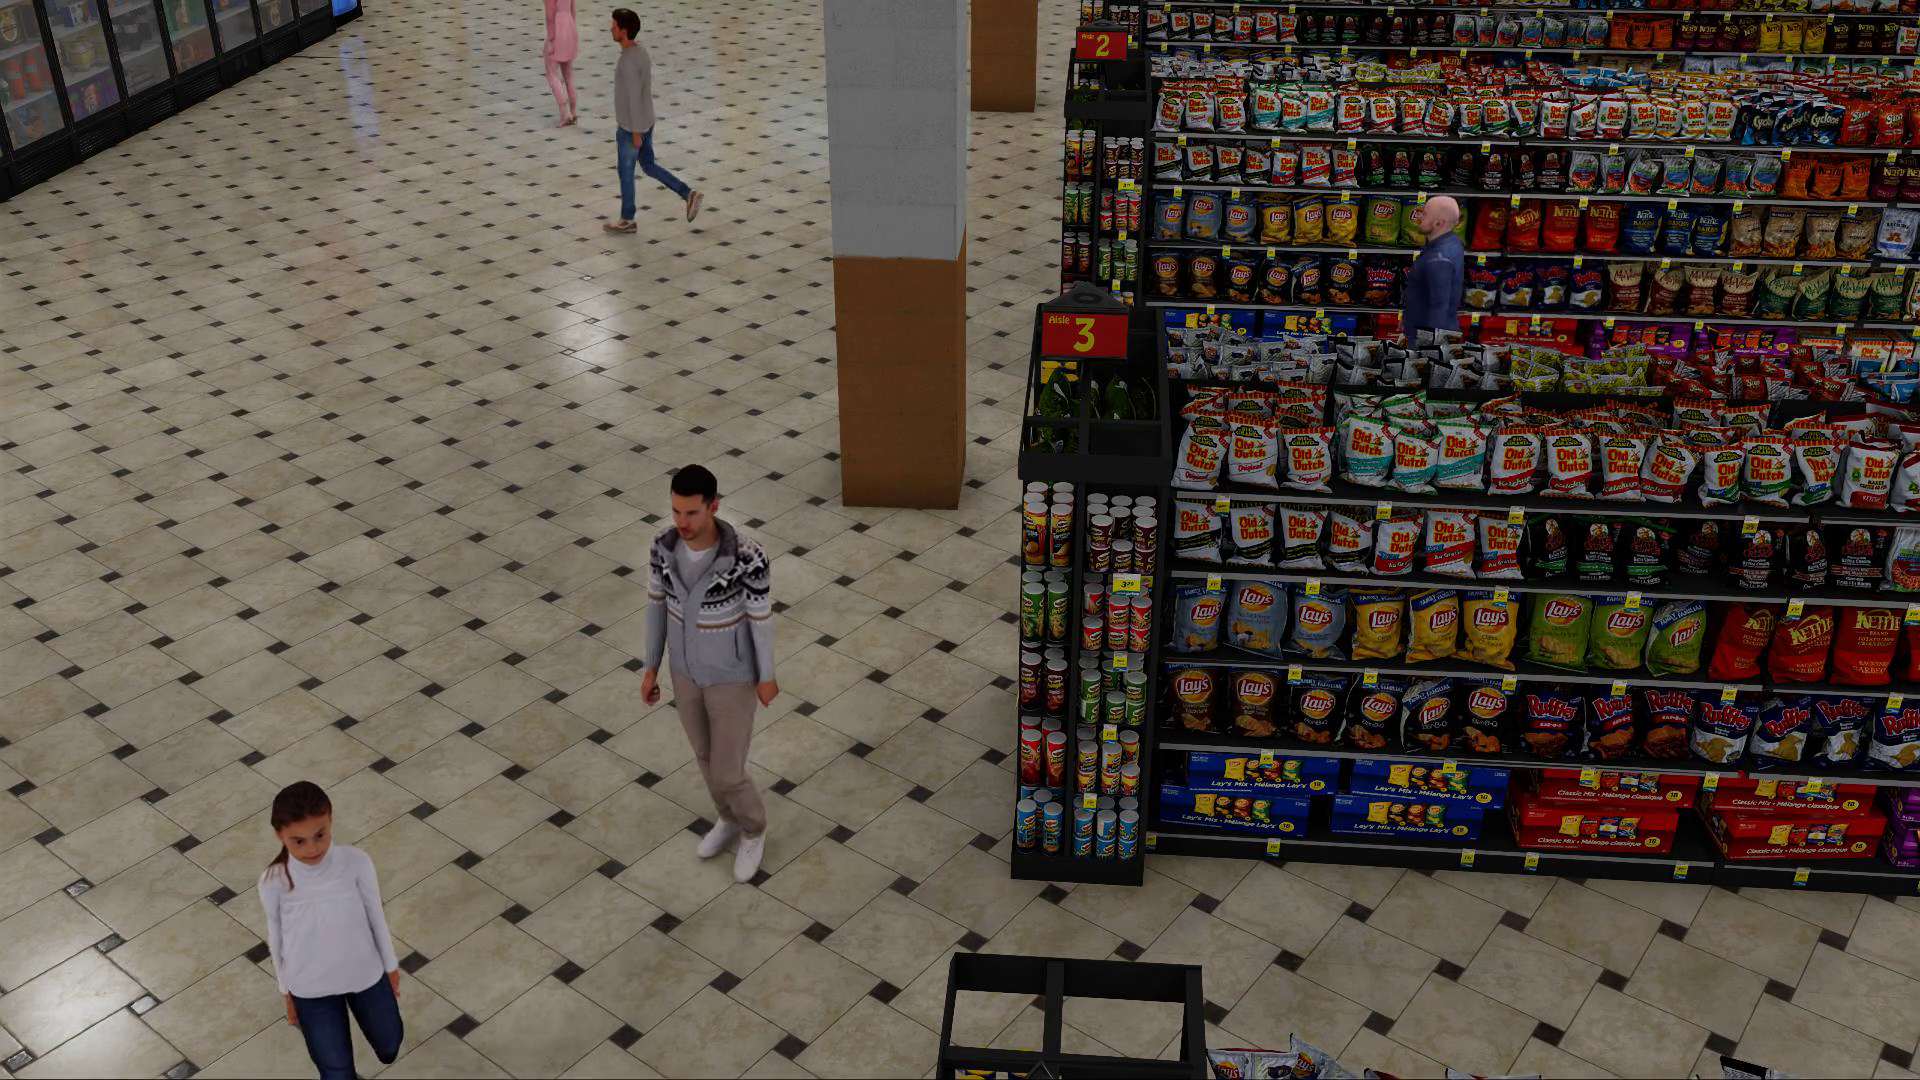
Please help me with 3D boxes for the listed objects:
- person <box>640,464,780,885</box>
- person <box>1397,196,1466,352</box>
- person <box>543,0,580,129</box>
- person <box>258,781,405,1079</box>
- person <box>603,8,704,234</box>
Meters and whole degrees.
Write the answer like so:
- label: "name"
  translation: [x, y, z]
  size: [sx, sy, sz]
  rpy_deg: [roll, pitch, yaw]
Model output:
- label: "person"
  translation: [-0.960, 0.481, 6.806]
  size: [0.716, 1.838, 0.845]
  rpy_deg: [14, 32, 24]
- label: "person"
  translation: [2.846, -1.125, 9.805]
  size: [1.297, 1.783, 0.998]
  rpy_deg: [13, 31, 22]
- label: "person"
  translation: [-4.069, -5.167, 17.198]
  size: [0.693, 1.793, 0.744]
  rpy_deg: [12, 31, 21]
- label: "person"
  translation: [-2.046, 1.387, 5.460]
  size: [0.920, 1.537, 0.849]
  rpy_deg: [-12, 31, -20]
- label: "person"
  translation: [-2.654, -3.517, 14.082]
  size: [1.090, 1.883, 0.660]
  rpy_deg: [1, 29, 2]
